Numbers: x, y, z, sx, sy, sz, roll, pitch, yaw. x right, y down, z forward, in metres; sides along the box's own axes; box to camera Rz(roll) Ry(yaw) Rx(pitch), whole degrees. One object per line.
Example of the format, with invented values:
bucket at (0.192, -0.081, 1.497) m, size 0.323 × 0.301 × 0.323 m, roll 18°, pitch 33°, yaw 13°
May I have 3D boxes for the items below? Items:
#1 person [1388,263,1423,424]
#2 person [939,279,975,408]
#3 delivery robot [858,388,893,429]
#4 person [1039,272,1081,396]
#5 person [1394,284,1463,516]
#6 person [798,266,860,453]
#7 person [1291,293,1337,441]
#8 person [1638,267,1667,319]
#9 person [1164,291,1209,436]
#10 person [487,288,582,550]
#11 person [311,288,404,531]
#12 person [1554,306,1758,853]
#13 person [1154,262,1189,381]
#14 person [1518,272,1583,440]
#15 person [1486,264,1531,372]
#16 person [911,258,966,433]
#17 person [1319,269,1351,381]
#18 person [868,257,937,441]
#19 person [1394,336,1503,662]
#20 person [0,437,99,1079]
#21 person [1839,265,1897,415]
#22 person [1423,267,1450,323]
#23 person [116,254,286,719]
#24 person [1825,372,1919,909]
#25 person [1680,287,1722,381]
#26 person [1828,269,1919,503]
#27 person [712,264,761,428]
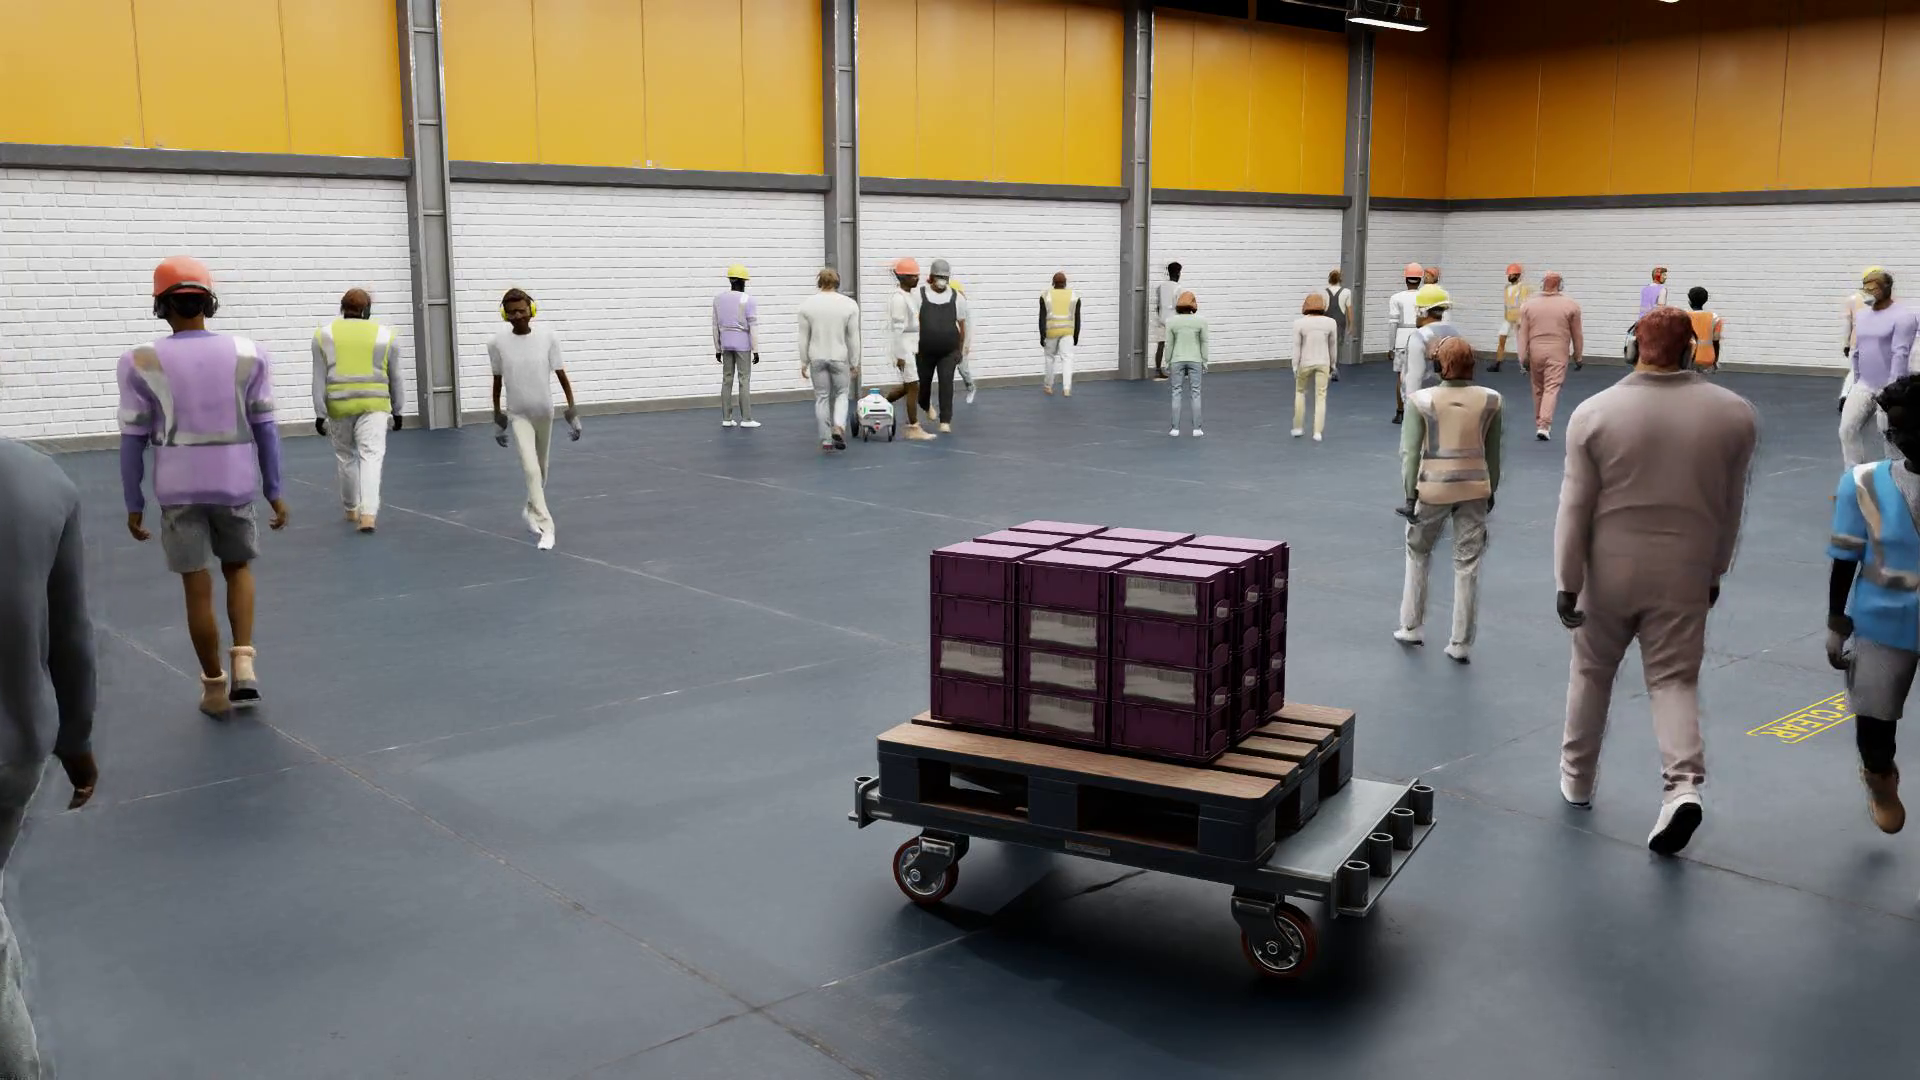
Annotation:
person at (5.429, -2.356, 20.035) m, size 0.546 × 1.939 × 0.375 m, roll 1°, pitch 10°, yaw 7°
person at (-0.050, -2.639, 22.338) m, size 0.493 × 1.722 × 0.737 m, roll 4°, pitch 10°, yaw 22°
delivery robot at (-0.941, -1.436, 18.418) m, size 0.477 × 0.478 × 0.707 m, roll -1°, pitch 10°, yaw -8°
person at (1.447, -2.994, 24.225) m, size 0.627 × 1.790 × 0.988 m, roll -1°, pitch 10°, yaw -4°
person at (3.605, -1.034, 12.657) m, size 0.598 × 1.816 × 0.585 m, roll -7°, pitch 12°, yaw -37°
person at (-1.341, -1.830, 17.017) m, size 0.629 × 1.925 × 0.481 m, roll 0°, pitch 10°, yaw -3°
person at (3.912, -1.917, 18.444) m, size 0.520 × 1.609 × 0.719 m, roll 1°, pitch 10°, yaw 3°
person at (11.151, -3.462, 26.793) m, size 0.395 × 1.841 × 0.565 m, roll -2°, pitch 10°, yaw -12°
person at (2.543, -1.976, 18.699) m, size 0.499 × 1.633 × 0.279 m, roll 2°, pitch 10°, yaw 10°
person at (-3.022, -0.883, 11.793) m, size 0.592 × 1.812 × 0.991 m, roll -4°, pitch 10°, yaw -20°
person at (-4.475, -0.972, 12.390) m, size 0.638 × 1.788 × 0.996 m, roll -3°, pitch 10°, yaw -18°
person at (2.403, 0.122, 5.791) m, size 0.646 × 1.857 × 0.845 m, roll 2°, pitch 10°, yaw 14°
person at (3.504, -3.565, 27.160) m, size 0.631 × 1.912 × 0.999 m, roll 9°, pitch 13°, yaw 42°
person at (6.544, -2.043, 18.462) m, size 0.648 × 1.859 × 1.006 m, roll 6°, pitch 11°, yaw 32°
person at (9.721, -3.883, 29.135) m, size 0.985 × 1.892 × 0.560 m, roll -5°, pitch 11°, yaw -26°
person at (-0.285, -2.284, 19.313) m, size 0.708 × 2.000 × 0.799 m, roll -1°, pitch 10°, yaw -5°
person at (6.094, -3.494, 27.070) m, size 0.512 × 1.818 × 0.899 m, roll 3°, pitch 10°, yaw 19°
person at (-0.667, -2.085, 18.233) m, size 0.785 × 2.024 × 0.608 m, roll 1°, pitch 10°, yaw 8°
person at (2.476, -0.218, 8.445) m, size 0.529 × 1.616 × 0.645 m, roll 0°, pitch 10°, yaw 2°
person at (-2.207, 0.474, 3.500) m, size 0.668 × 1.921 × 0.655 m, roll 3°, pitch 10°, yaw 18°
person at (11.522, -2.521, 21.073) m, size 0.688 × 1.911 × 0.605 m, roll -8°, pitch 12°, yaw -38°
person at (6.499, -2.842, 23.101) m, size 0.496 × 1.870 × 0.579 m, roll -7°, pitch 12°, yaw -37°
person at (-3.307, -0.218, 7.267) m, size 0.646 × 2.024 × 0.421 m, roll -7°, pitch 12°, yaw -35°
person at (3.077, 0.285, 5.349) m, size 0.549 × 1.664 × 0.659 m, roll 6°, pitch 11°, yaw 31°
person at (8.276, -2.021, 18.829) m, size 0.549 × 1.674 × 0.652 m, roll 0°, pitch 10°, yaw 2°
person at (7.333, -1.200, 13.340) m, size 0.691 × 1.907 × 0.667 m, roll -3°, pitch 10°, yaw -15°
person at (-2.630, -2.285, 19.657) m, size 0.594 × 1.922 × 0.384 m, roll 4°, pitch 11°, yaw 24°
